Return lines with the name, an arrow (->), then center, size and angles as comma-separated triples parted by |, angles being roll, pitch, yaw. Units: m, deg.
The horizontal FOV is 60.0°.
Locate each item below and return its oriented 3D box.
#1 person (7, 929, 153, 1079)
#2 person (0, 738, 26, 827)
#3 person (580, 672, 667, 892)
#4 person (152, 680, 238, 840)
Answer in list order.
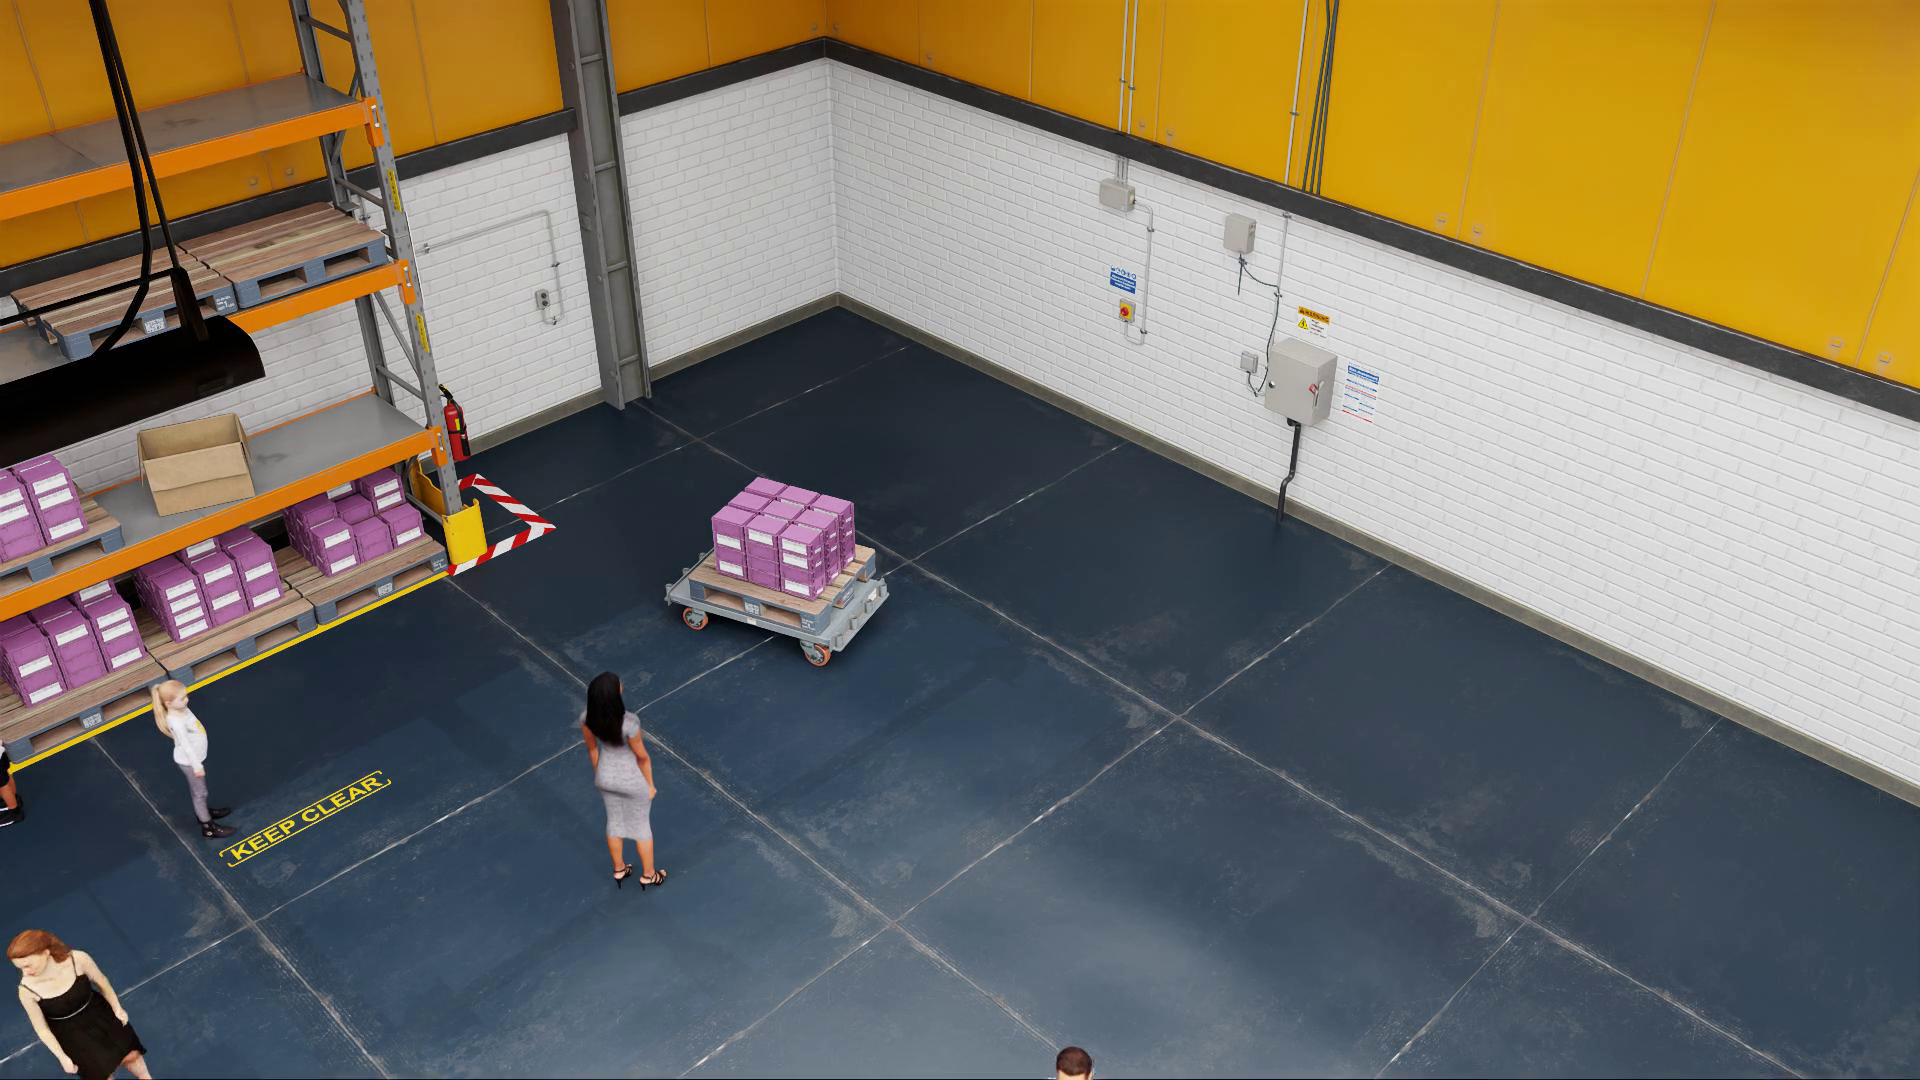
person -> -4.935, 2.725, 9.291 | 0.709, 1.587, 0.560 | 18, 38, 25
person -> -6.766, 1.426, 11.540 | 0.578, 1.260, 0.550 | -13, 36, -19
person -> -2.198, 1.585, 10.830 | 0.660, 1.781, 0.661 | 10, 35, 15
person -> -5.292, 1.494, 11.421 | 0.575, 1.279, 0.549 | -15, 37, -22
